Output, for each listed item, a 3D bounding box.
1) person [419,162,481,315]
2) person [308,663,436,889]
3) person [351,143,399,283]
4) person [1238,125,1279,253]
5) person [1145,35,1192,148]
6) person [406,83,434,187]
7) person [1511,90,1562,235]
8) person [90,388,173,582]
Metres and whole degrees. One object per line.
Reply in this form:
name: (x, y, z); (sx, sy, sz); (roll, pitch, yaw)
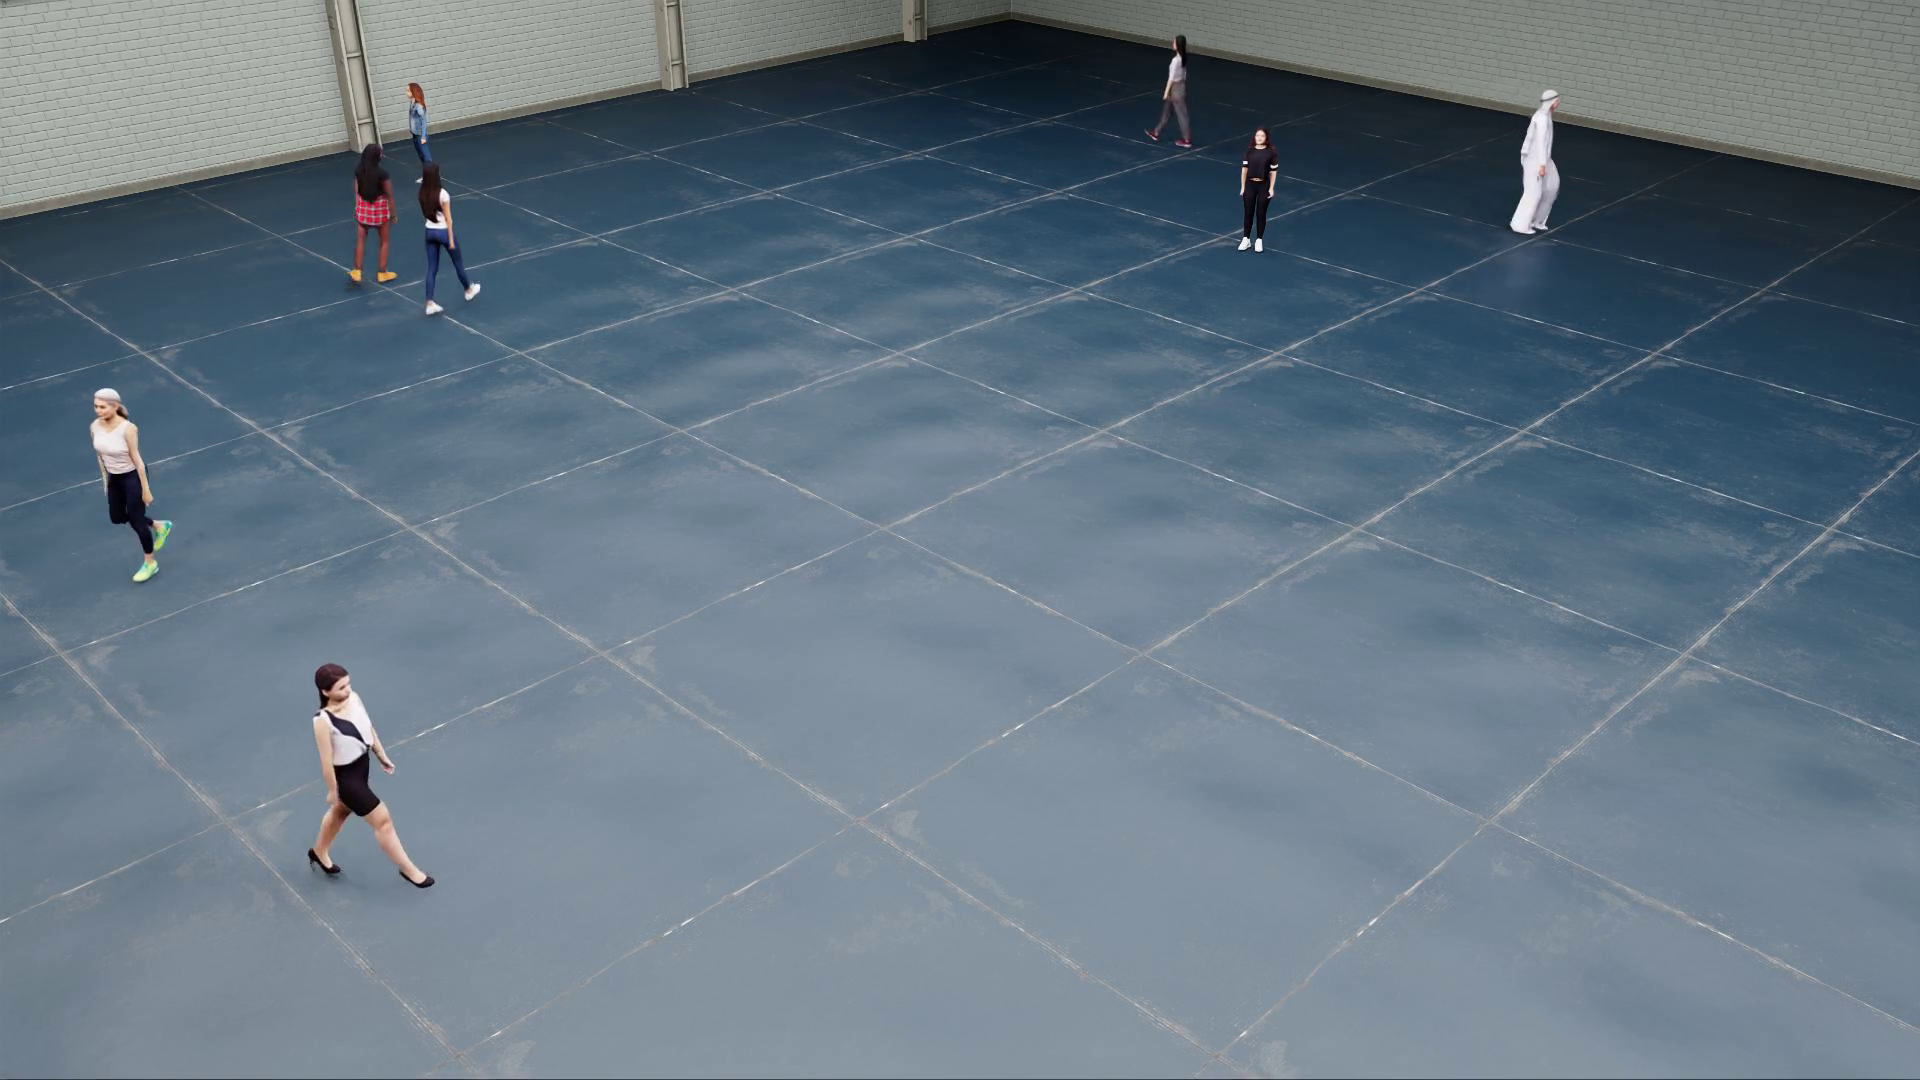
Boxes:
person: (-6.122, -3.474, 19.384); (0.932, 1.731, 1.202); (10, 29, 17)
person: (-3.820, 1.465, 10.246); (1.039, 1.602, 1.074); (4, 28, 8)
person: (-7.194, -3.972, 20.364); (0.917, 1.688, 0.975); (-6, 29, -11)
person: (3.855, -4.559, 21.518); (0.700, 1.639, 0.716); (9, 29, 17)
person: (3.495, -6.994, 26.023); (0.923, 1.703, 1.055); (12, 30, 21)
person: (-7.860, -5.911, 24.232); (0.535, 1.476, 0.597); (-19, 33, -32)
person: (7.584, -5.021, 22.099); (0.912, 1.909, 0.864); (12, 30, 21)
person: (-6.871, -0.513, 13.870); (0.800, 1.688, 0.920); (10, 30, 18)
